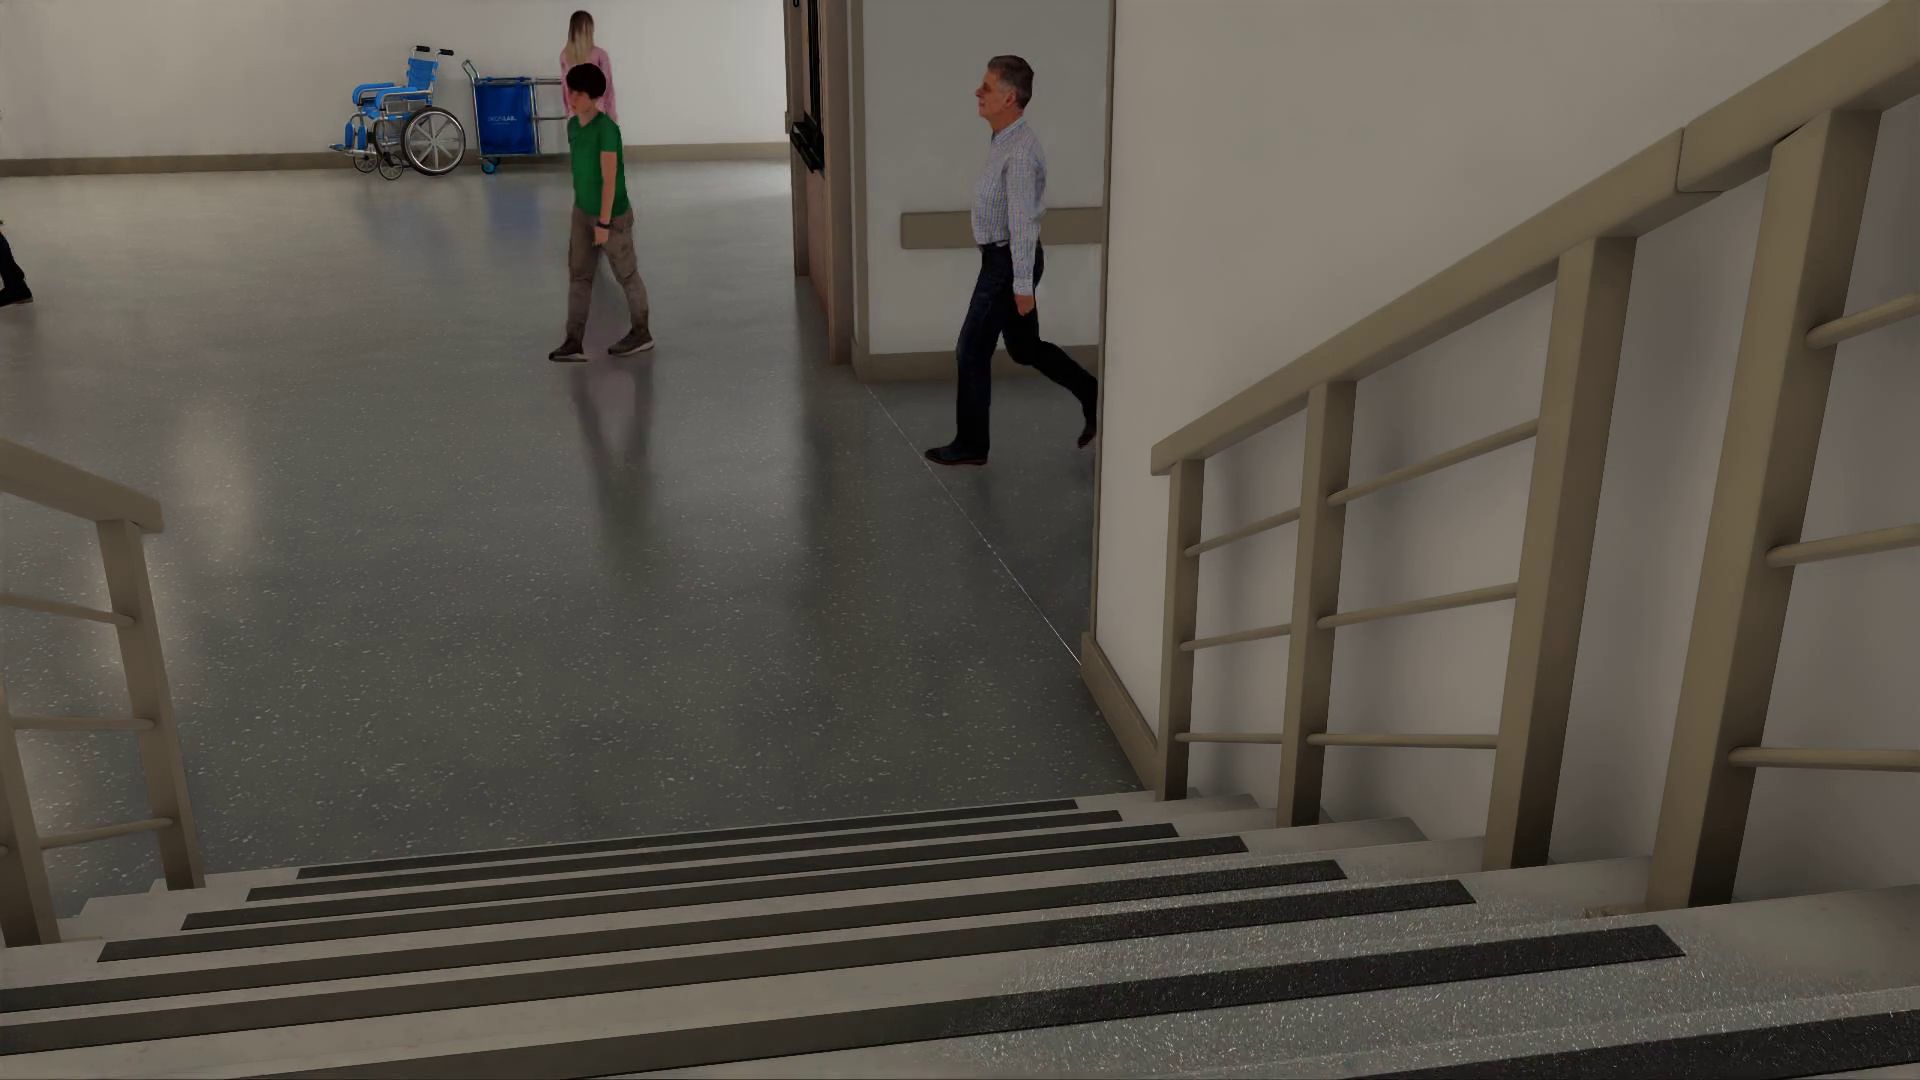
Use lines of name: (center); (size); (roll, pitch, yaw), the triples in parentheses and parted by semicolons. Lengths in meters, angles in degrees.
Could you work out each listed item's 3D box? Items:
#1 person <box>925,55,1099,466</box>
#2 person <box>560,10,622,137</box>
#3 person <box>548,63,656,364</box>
person: (0.299, -1.188, 7.313); (0.857, 1.792, 1.119); (0, 21, 1)
person: (-2.818, -3.118, 12.574); (0.758, 1.677, 0.818); (7, 22, 19)
person: (-1.919, -1.777, 9.122); (1.042, 1.613, 1.002); (-19, 28, -41)
